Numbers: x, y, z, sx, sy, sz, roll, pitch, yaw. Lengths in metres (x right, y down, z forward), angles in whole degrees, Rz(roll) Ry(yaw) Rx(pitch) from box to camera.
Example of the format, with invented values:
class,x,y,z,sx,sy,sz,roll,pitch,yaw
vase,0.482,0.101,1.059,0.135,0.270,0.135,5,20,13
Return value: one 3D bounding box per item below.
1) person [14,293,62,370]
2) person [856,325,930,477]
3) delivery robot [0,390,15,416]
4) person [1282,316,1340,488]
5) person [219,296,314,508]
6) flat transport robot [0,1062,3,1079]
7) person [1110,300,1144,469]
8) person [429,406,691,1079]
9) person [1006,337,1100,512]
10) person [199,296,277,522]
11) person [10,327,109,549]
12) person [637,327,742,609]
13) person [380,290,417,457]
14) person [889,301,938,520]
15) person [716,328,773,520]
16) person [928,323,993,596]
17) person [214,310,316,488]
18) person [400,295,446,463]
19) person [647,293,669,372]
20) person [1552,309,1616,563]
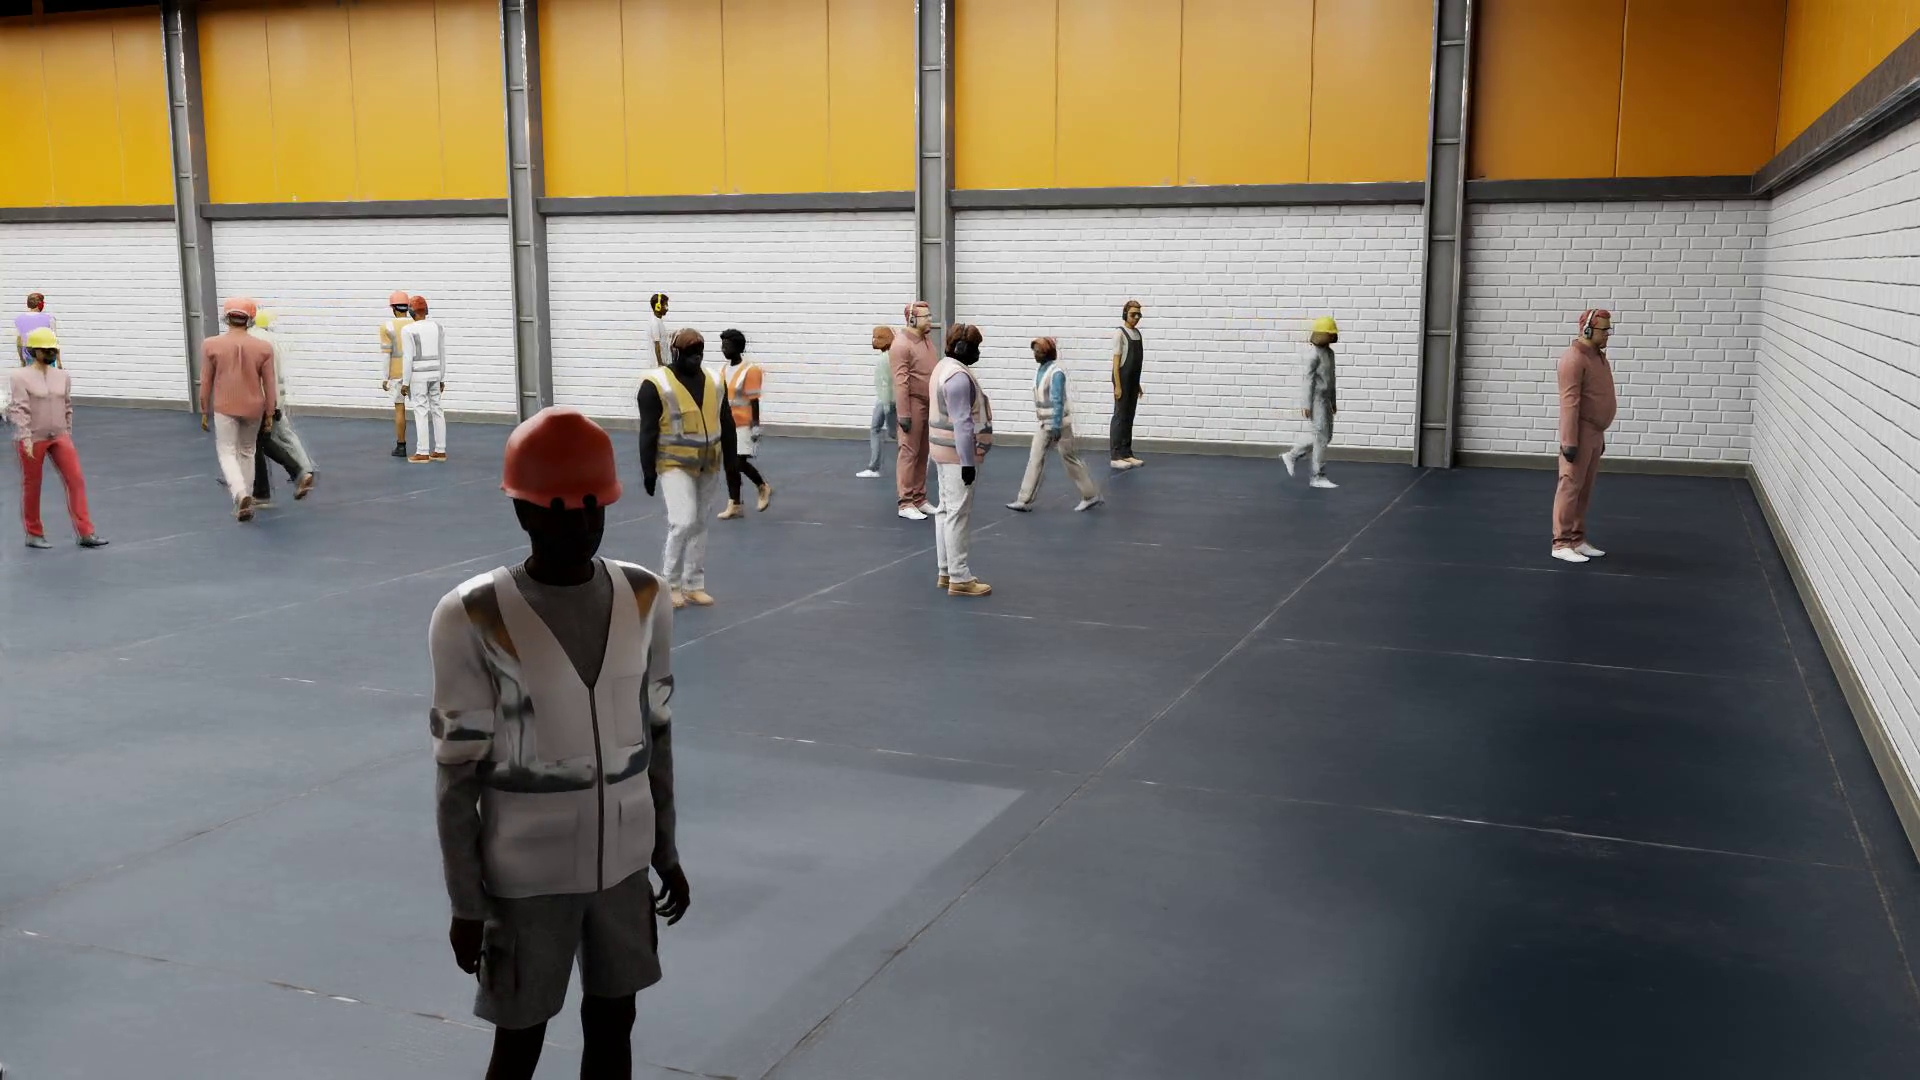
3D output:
class,x,y,z,sx,sy,sz,roll,pitch,yaw
person,-12.762,-2.496,23.057,0.569,1.845,0.384,0,9,-1
person,-0.709,-1.445,17.396,0.718,1.609,0.511,2,10,10
delivery robot,-13.493,-1.930,23.246,0.707,0.478,0.477,2,10,12
person,3.546,-1.391,16.719,0.583,1.722,0.490,6,11,34
person,-6.327,-1.239,15.099,0.580,1.955,0.654,1,9,8
flat transport robot,-3.128,1.389,4.274,1.431,0.197,0.652,6,11,32
person,1.851,-1.712,18.318,0.347,1.842,0.505,7,12,35
person,-0.816,0.682,3.522,0.551,1.935,0.375,-8,12,-39
person,0.853,-1.028,14.940,0.879,1.592,0.557,-5,10,-26
person,-6.248,-1.129,14.452,0.623,1.967,0.797,-6,11,-33
person,-7.057,-0.771,12.946,0.793,1.738,0.532,5,11,29
person,-1.740,-0.455,10.765,0.645,1.827,0.462,-9,13,-43
person,-6.471,-1.935,19.381,0.542,1.937,0.360,-7,11,-35
person,-0.363,-1.144,14.670,0.409,1.913,0.642,4,10,23
person,-1.918,-1.012,14.554,0.543,1.678,0.433,8,12,40
person,0.006,-0.548,11.287,0.429,1.838,0.621,-2,10,-12
person,-6.996,-1.415,16.728,0.950,1.785,0.601,-3,10,-20
person,-6.057,-1.809,18.779,0.355,1.884,0.574,6,11,33
person,-3.838,-2.217,21.309,0.328,1.867,0.509,-2,10,-14
person,4.718,-0.785,12.535,0.404,1.900,0.638,7,12,37
